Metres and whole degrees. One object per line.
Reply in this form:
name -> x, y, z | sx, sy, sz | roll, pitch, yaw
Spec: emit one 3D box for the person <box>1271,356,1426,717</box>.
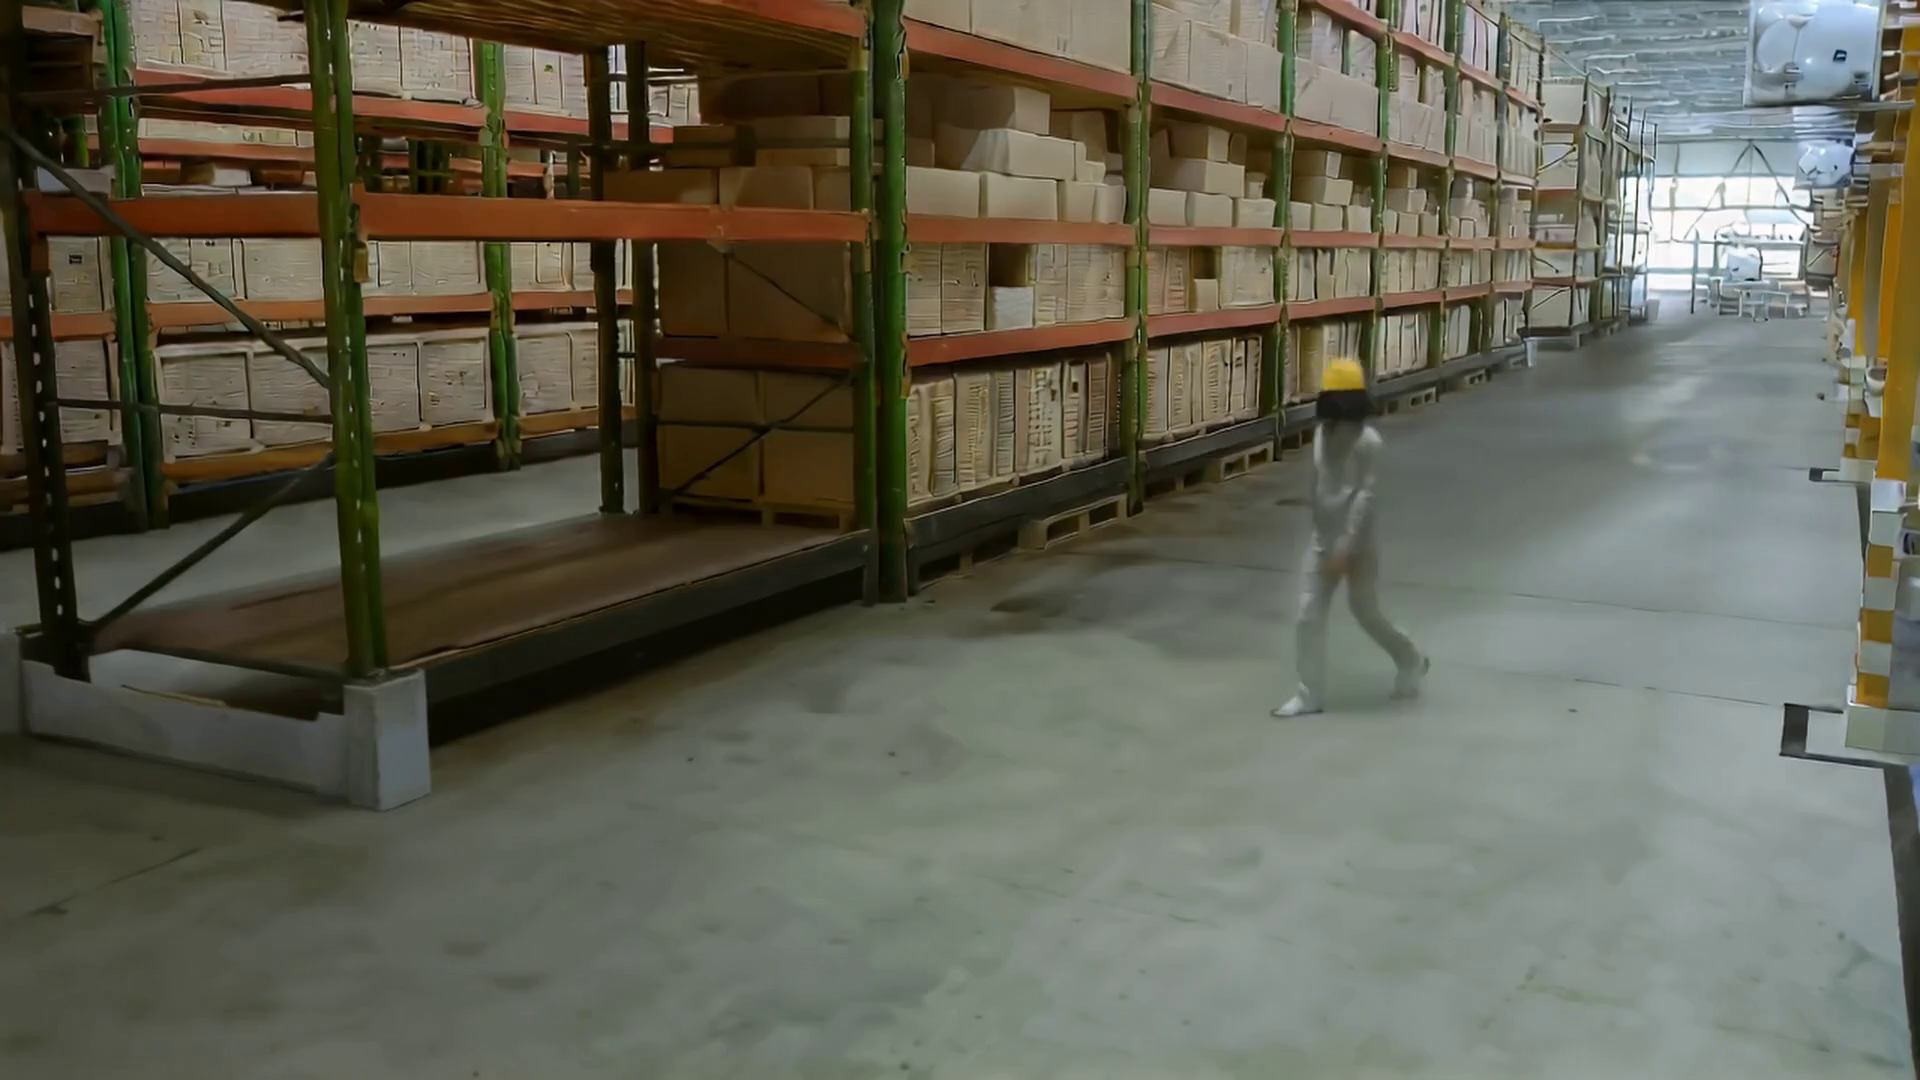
person -> 1.877, -0.019, 7.862 | 0.807, 1.714, 0.488 | -5, 11, -27
